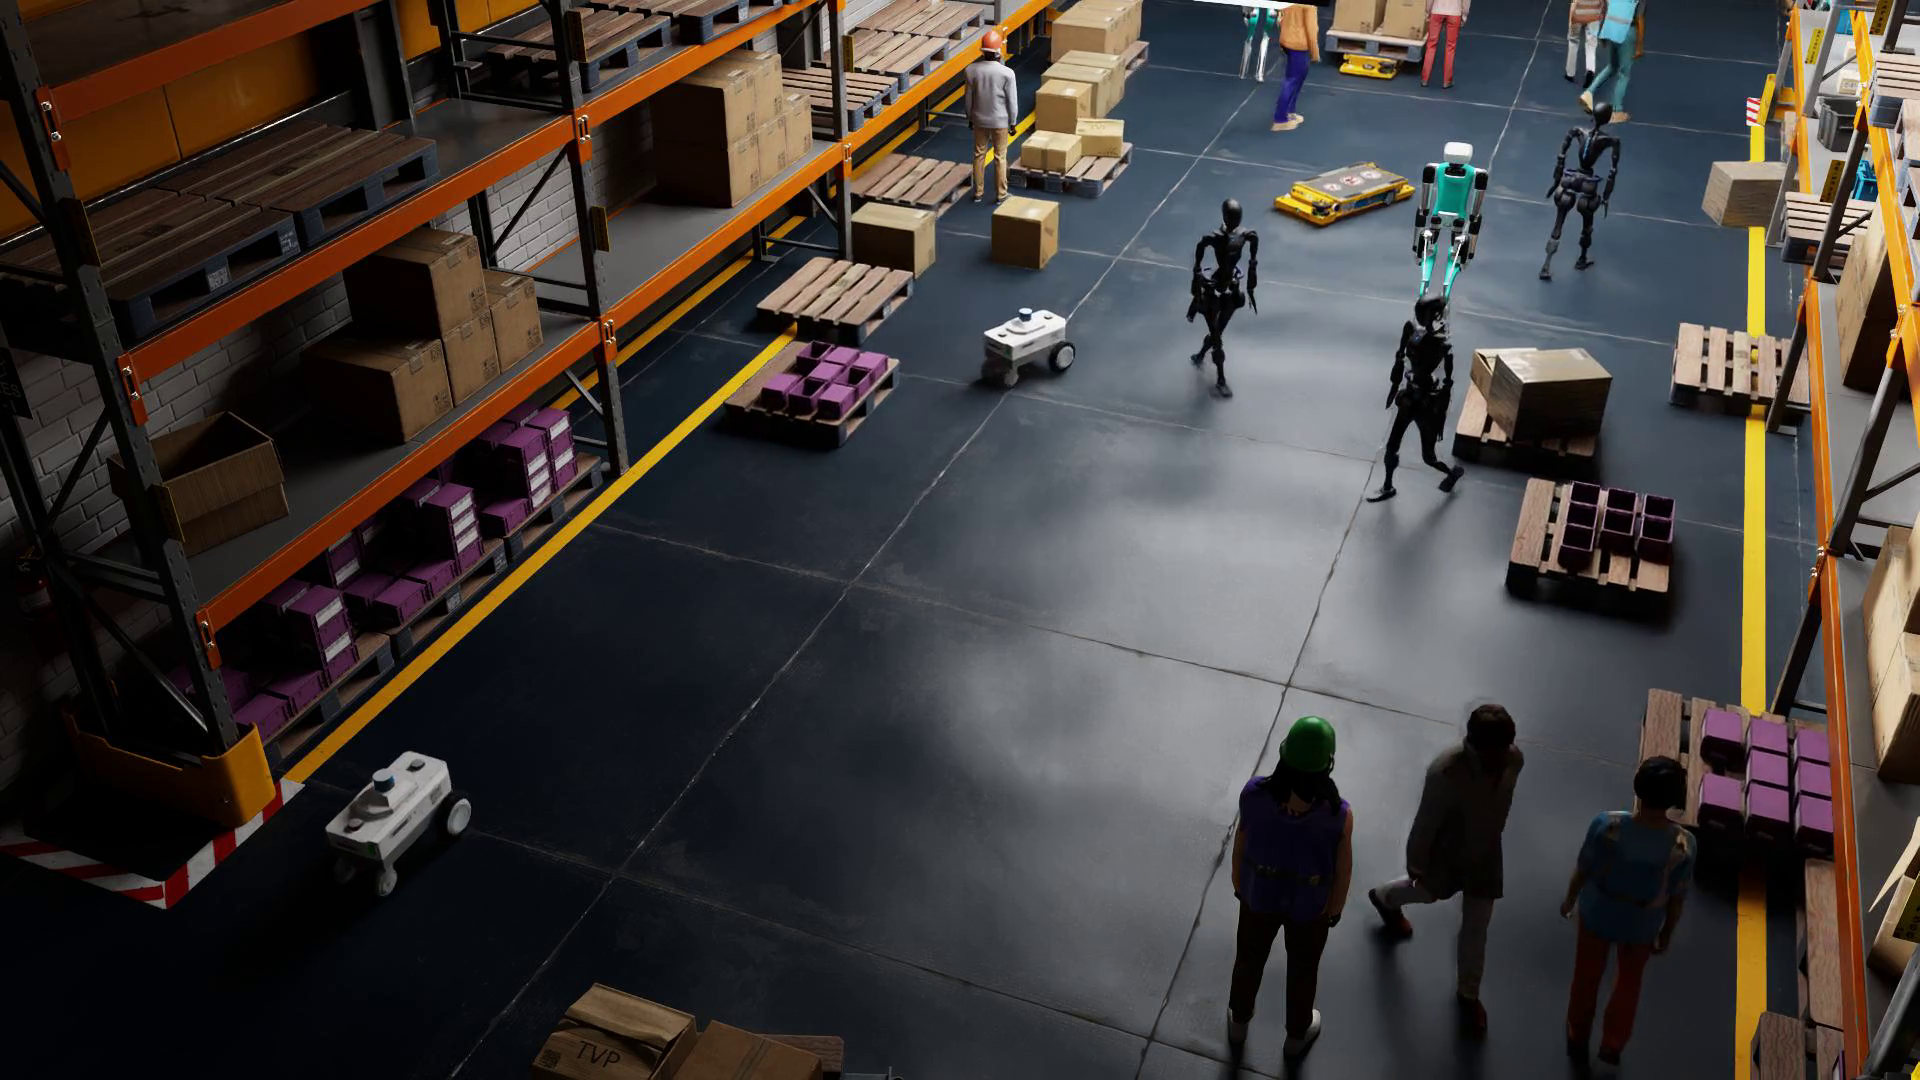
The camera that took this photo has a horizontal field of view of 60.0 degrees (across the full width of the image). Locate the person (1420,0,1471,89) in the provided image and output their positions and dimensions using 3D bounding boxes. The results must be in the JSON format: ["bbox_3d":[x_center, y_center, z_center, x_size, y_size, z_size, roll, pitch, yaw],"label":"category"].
[{"bbox_3d":[5.850,-6.326,20.003,0.524,1.768,0.313,12,35,18],"label":"person"}]

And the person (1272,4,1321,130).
[{"bbox_3d":[3.848,-5.549,18.617,0.586,1.961,0.526,-9,34,-13],"label":"person"}]

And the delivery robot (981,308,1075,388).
[{"bbox_3d":[0.560,-1.640,13.883,0.810,0.612,0.499,-25,41,-33],"label":"delivery robot"}]

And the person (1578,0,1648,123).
[{"bbox_3d":[7.481,-5.675,18.918,0.555,1.850,0.604,-13,35,-19],"label":"person"}]

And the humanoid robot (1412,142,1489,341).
[{"bbox_3d":[3.997,-2.398,13.824,0.533,1.681,0.735,12,35,18],"label":"humanoid robot"}]

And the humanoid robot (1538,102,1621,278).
[{"bbox_3d":[5.708,-3.232,15.335,0.608,1.641,0.696,24,40,32],"label":"humanoid robot"}]

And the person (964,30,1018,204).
[{"bbox_3d":[0.321,-4.271,16.829,0.562,1.755,0.320,12,35,18],"label":"person"}]

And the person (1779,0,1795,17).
[{"bbox_3d":[11.544,-7.950,22.616,0.401,1.649,0.516,20,38,28],"label":"person"}]

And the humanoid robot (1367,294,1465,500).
[{"bbox_3d":[3.362,-1.026,11.932,0.726,1.642,0.614,-15,36,-22],"label":"humanoid robot"}]

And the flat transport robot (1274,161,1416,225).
[{"bbox_3d":[3.977,-3.581,17.134,1.431,0.231,0.659,-22,39,-30],"label":"flat transport robot"}]

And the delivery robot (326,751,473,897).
[{"bbox_3d":[-3.067,1.488,9.020,0.499,0.589,0.775,12,35,18],"label":"delivery robot"}]

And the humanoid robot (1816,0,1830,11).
[{"bbox_3d":[11.263,-6.987,21.079,1.017,1.737,0.566,-7,33,-10],"label":"humanoid robot"}]

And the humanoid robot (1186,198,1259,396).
[{"bbox_3d":[2.121,-2.014,13.464,0.589,1.626,0.729,-9,34,-13],"label":"humanoid robot"}]

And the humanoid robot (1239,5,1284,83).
[{"bbox_3d":[3.667,-6.420,20.252,0.537,1.880,0.669,1,33,2],"label":"humanoid robot"}]

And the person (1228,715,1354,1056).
[{"bbox_3d":[1.492,1.602,7.582,0.533,1.931,0.410,12,35,18],"label":"person"}]

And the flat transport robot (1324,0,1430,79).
[{"bbox_3d":[5.329,-6.177,21.151,0.659,0.231,1.431,14,35,21],"label":"flat transport robot"}]

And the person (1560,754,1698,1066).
[{"bbox_3d":[3.006,1.706,7.590,0.493,1.752,0.425,11,35,17],"label":"person"}]

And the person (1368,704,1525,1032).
[{"bbox_3d":[2.371,1.427,7.996,0.552,1.791,0.896,-8,34,-13],"label":"person"}]

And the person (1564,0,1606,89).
[{"bbox_3d":[7.549,-6.281,20.016,0.463,1.662,0.690,3,33,4],"label":"person"}]
